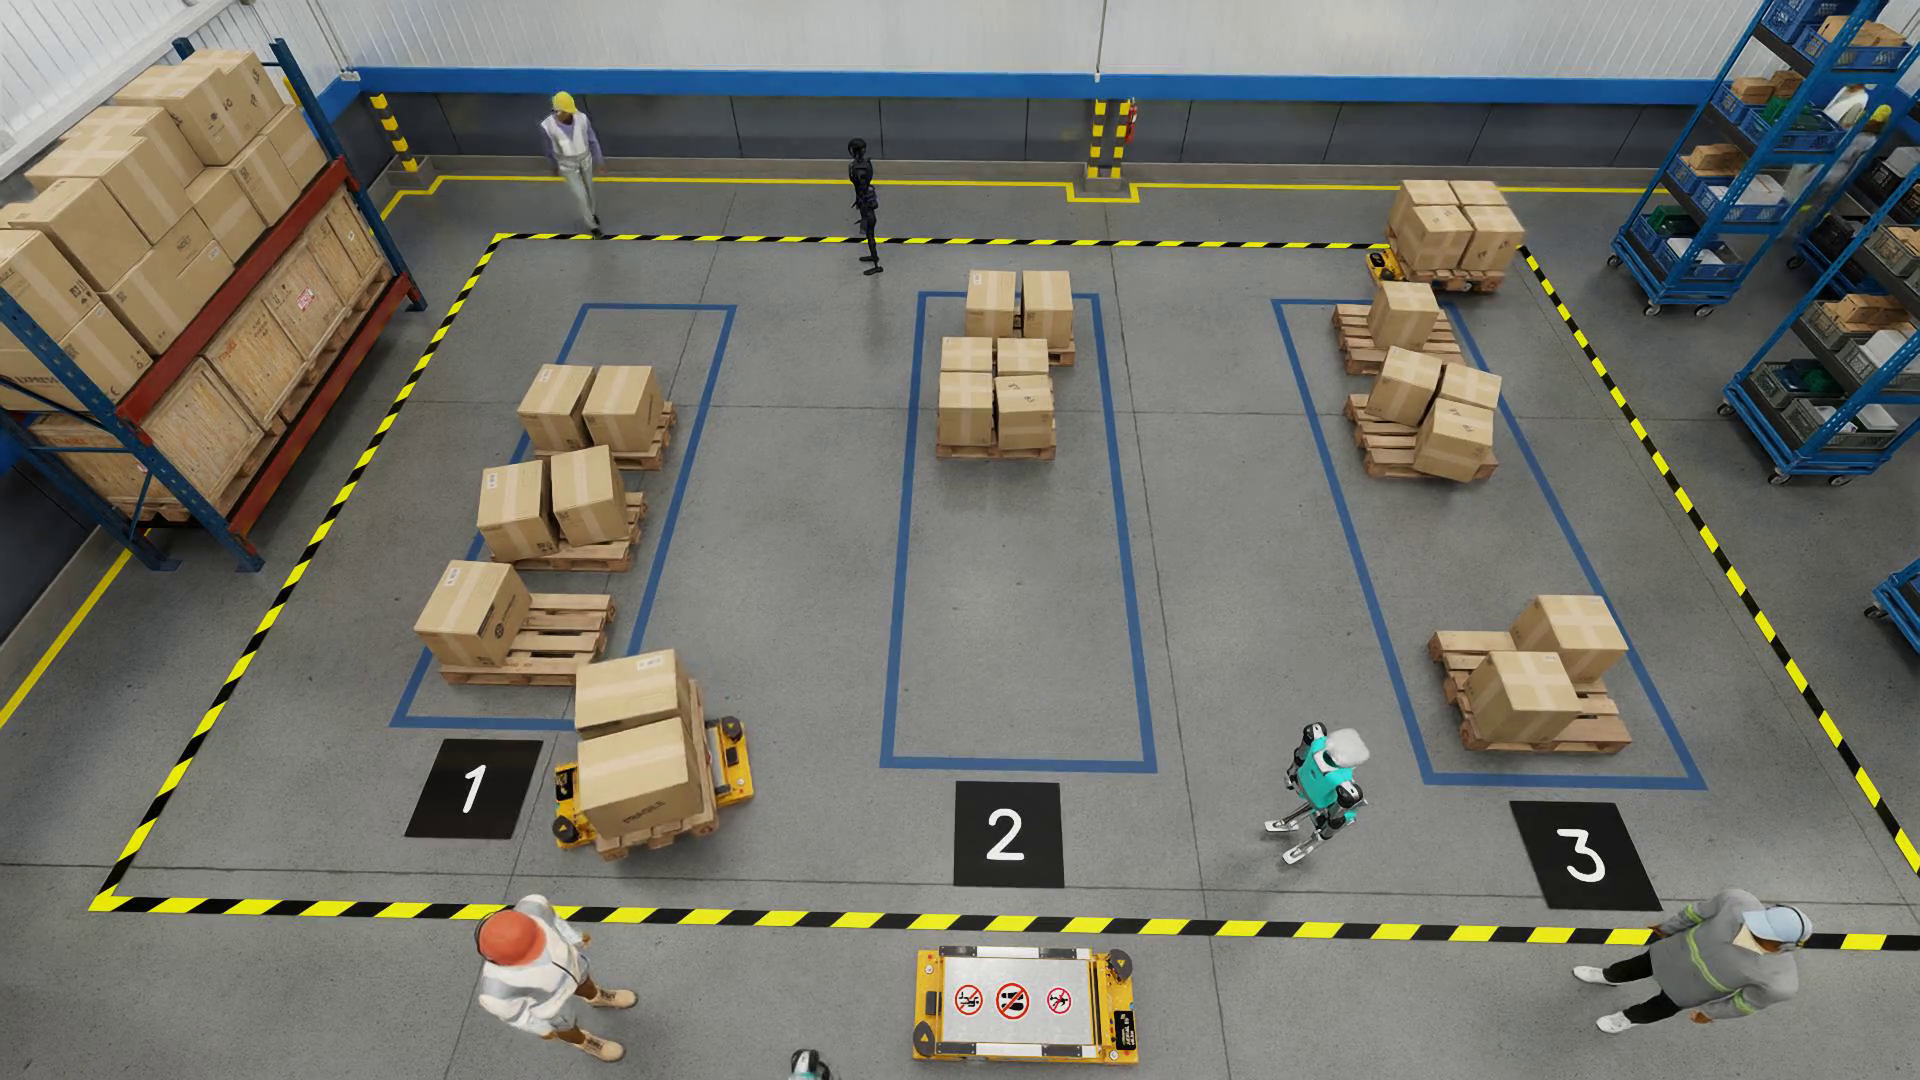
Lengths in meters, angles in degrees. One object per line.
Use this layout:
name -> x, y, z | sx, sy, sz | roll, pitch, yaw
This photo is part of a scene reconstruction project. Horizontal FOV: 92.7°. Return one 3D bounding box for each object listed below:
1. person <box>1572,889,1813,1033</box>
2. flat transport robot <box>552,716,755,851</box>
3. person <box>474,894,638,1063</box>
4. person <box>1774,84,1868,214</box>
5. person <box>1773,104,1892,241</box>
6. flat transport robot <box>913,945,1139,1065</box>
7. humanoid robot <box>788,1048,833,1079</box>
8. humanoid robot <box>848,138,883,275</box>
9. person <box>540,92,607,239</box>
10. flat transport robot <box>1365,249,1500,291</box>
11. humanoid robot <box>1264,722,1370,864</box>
person -> 4.315, 2.520, 5.410 | 0.396, 1.852, 0.589 | 0, 51, 0
flat transport robot -> -2.342, 1.824, 6.981 | 1.431, 0.197, 0.652 | -13, 52, -11
person -> -2.304, 2.535, 5.284 | 0.406, 2.031, 0.607 | 4, 51, 4
person -> 10.891, -5.057, 11.603 | 0.421, 1.829, 0.595 | 13, 52, 11
person -> 10.623, -4.462, 11.185 | 0.598, 1.727, 0.502 | -33, 58, -24
flat transport robot -> 0.422, 3.041, 6.007 | 1.431, 0.231, 0.659 | 1, 51, 1
humanoid robot -> -0.486, 3.188, 4.967 | 1.003, 1.779, 0.530 | 1, 51, 1
humanoid robot -> -1.121, -3.908, 10.756 | 0.315, 1.653, 0.599 | -8, 51, -7
person -> -4.695, -4.616, 11.267 | 0.611, 1.785, 0.781 | -32, 58, -24
flat transport robot -> 5.765, -3.316, 11.171 | 1.431, 0.197, 0.652 | 1, 51, 1
humanoid robot -> 2.504, 1.676, 6.088 | 0.735, 1.673, 0.533 | -12, 52, -10
